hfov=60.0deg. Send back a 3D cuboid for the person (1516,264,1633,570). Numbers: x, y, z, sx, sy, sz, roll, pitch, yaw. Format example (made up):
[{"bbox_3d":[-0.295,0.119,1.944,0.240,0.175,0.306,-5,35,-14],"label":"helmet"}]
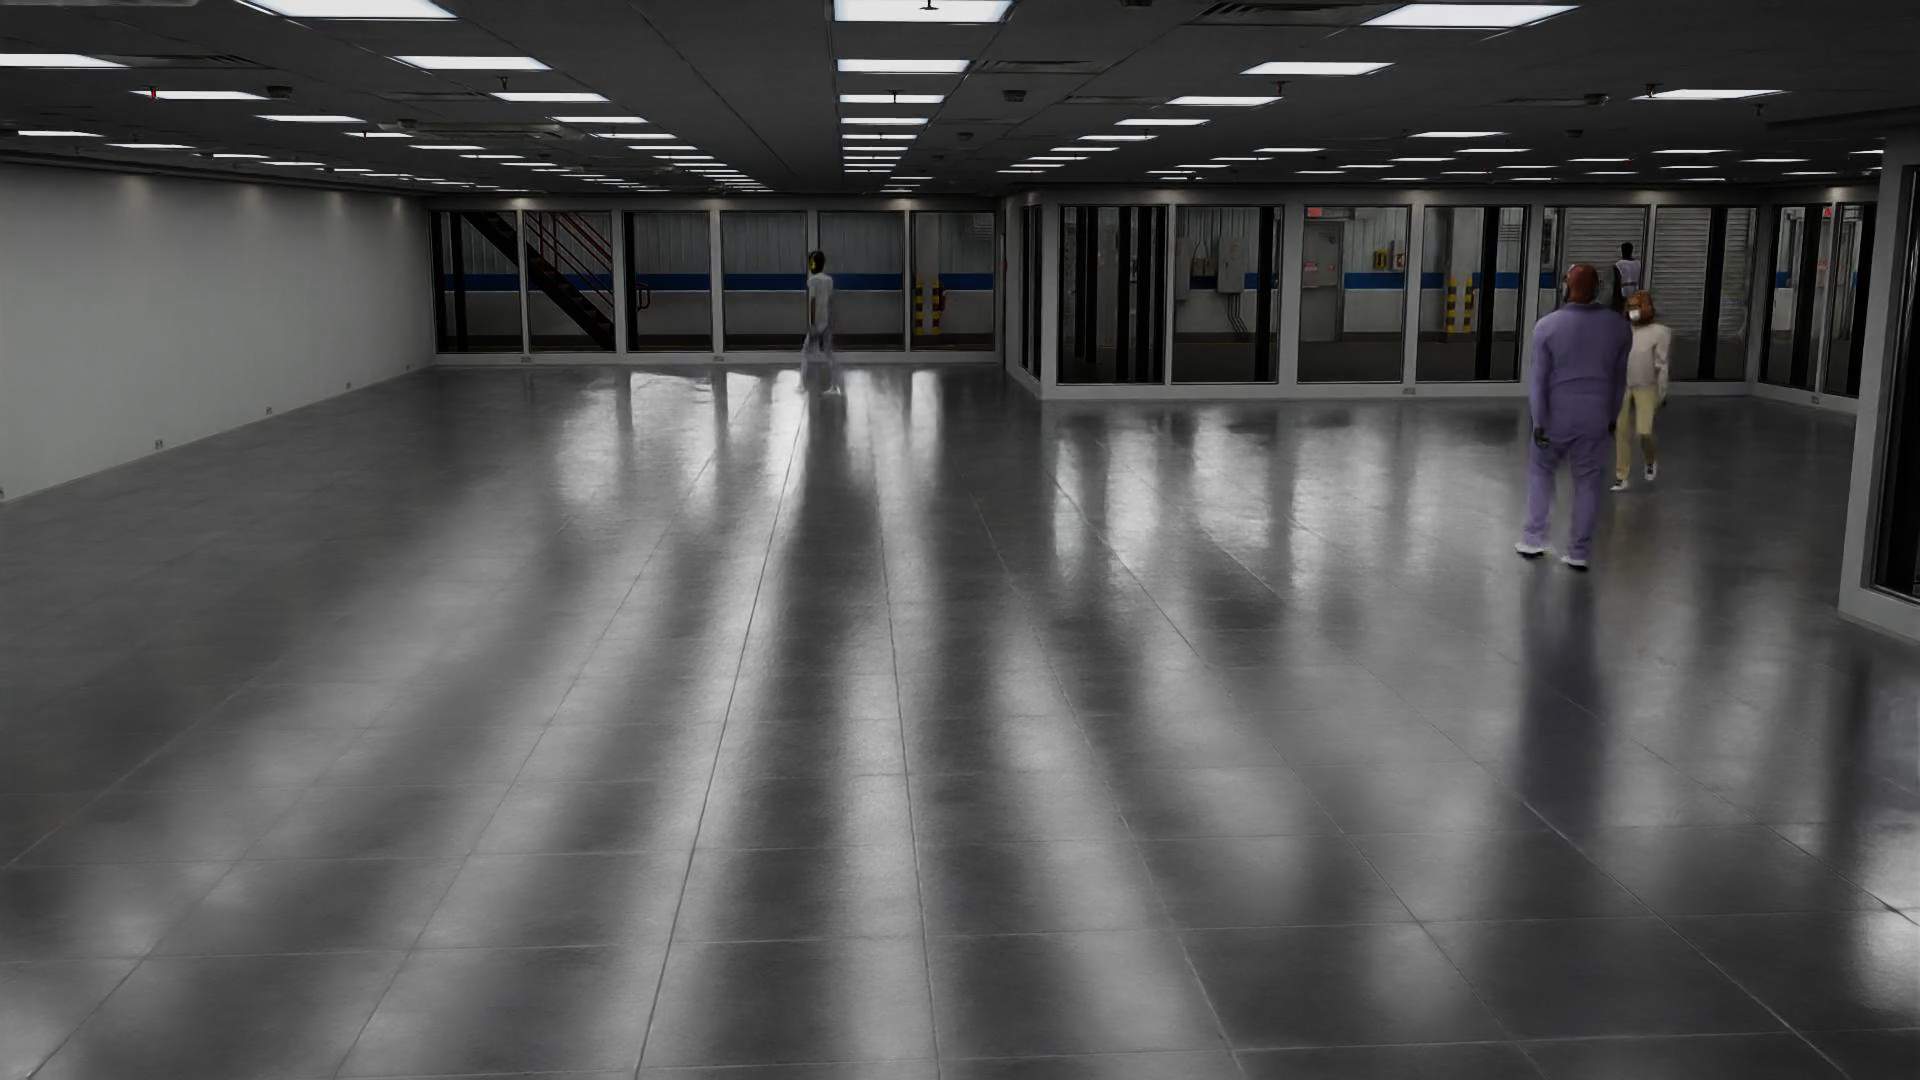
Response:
[{"bbox_3d":[3.843,-0.783,10.478,0.656,1.880,0.791,0,11,2],"label":"person"}]

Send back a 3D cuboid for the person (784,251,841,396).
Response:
[{"bbox_3d":[-1.880,-2.765,21.311,0.882,1.833,0.554,7,13,34],"label":"person"}]

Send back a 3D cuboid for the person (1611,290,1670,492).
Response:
[{"bbox_3d":[5.467,-1.202,13.422,0.522,1.619,0.458,10,15,44],"label":"person"}]
